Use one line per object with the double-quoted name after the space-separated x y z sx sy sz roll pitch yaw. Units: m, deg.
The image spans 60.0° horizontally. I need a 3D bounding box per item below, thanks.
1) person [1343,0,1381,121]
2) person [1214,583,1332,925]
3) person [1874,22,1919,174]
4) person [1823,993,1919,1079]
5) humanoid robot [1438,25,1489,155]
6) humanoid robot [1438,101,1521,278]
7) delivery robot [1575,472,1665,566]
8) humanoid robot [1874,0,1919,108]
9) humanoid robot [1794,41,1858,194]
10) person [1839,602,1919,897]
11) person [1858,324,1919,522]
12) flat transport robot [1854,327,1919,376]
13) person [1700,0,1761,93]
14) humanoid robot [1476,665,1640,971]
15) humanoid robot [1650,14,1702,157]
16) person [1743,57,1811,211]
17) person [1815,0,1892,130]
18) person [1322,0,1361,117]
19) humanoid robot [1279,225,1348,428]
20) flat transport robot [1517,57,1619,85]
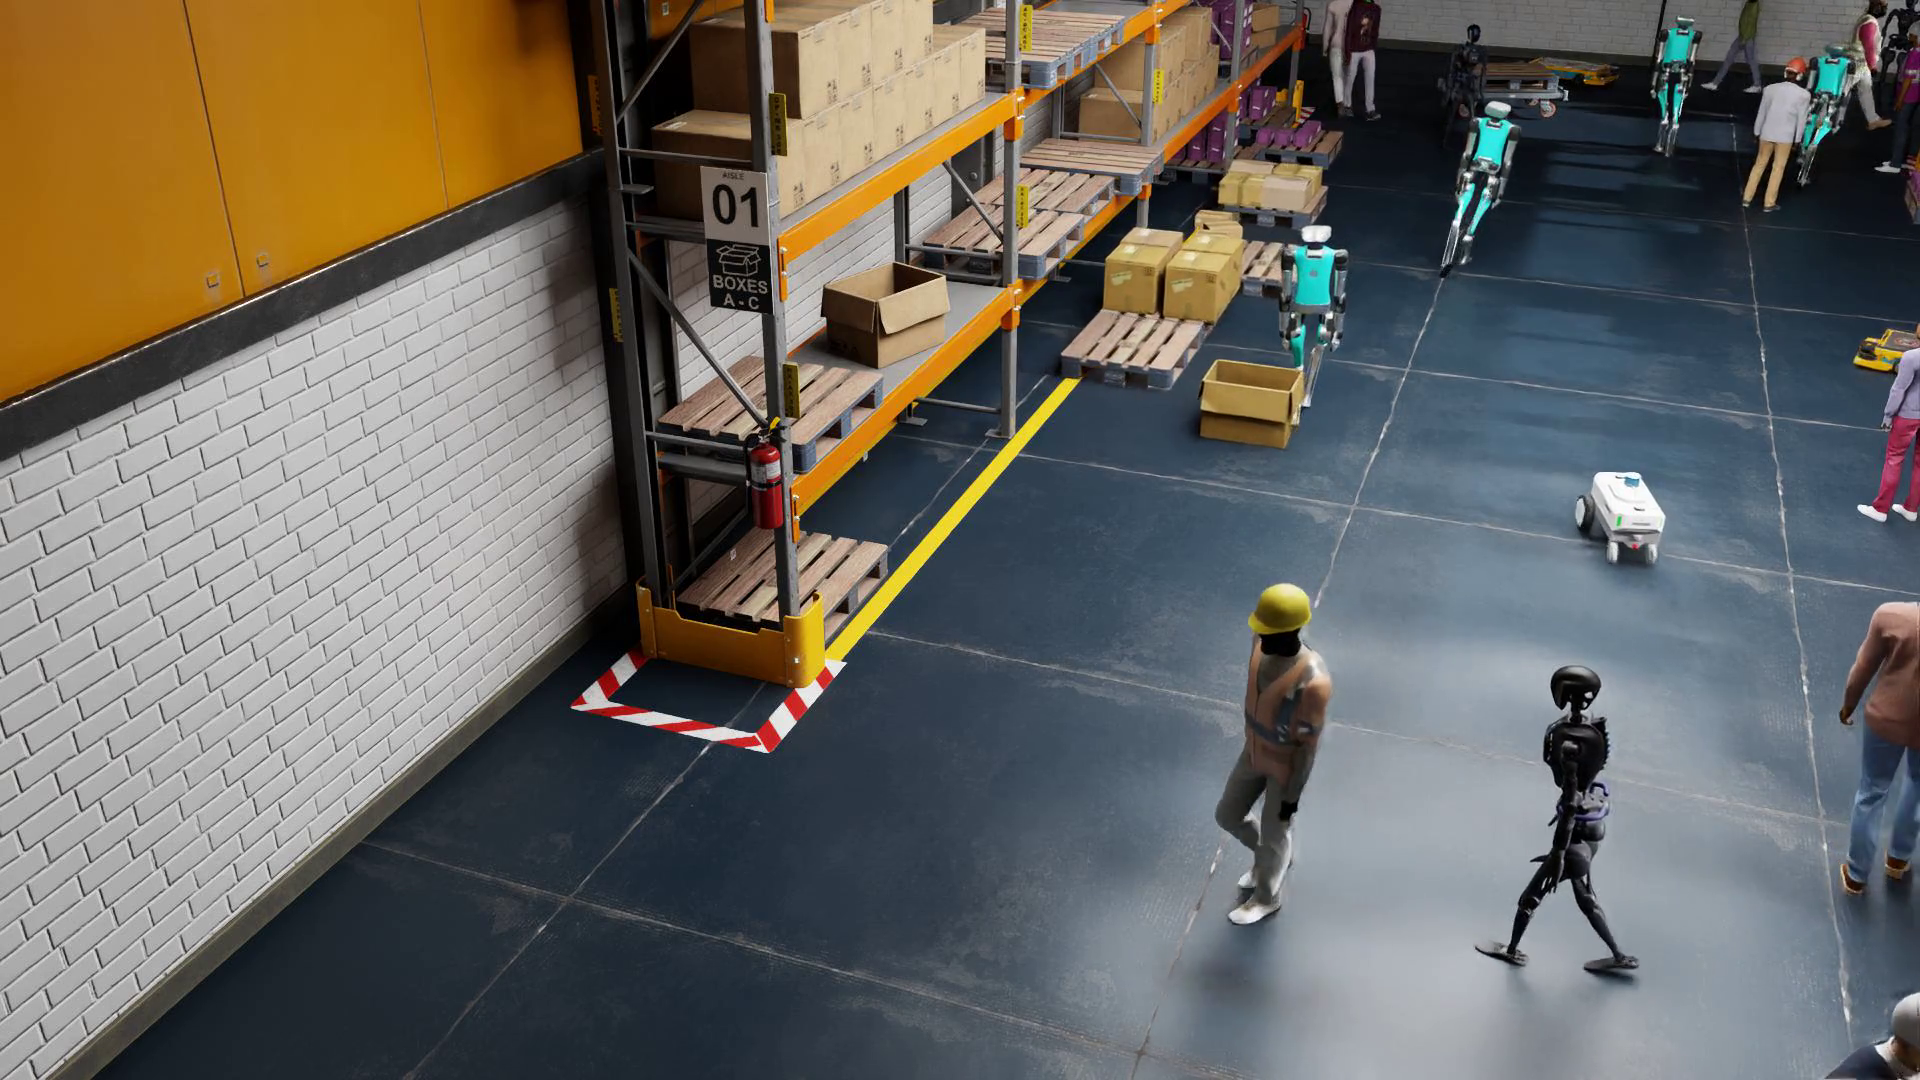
5.629 -6.808 23.169 0.506 1.905 0.959 -3 27 -6 "person"
1.485 1.046 7.932 0.425 1.909 0.581 -12 30 -23 "person"
11.826 -5.522 20.759 0.512 1.838 0.368 -24 36 -38 "person"
3.160 2.227 5.821 0.766 1.736 0.620 -10 29 -18 "person"
6.550 -5.817 21.522 0.589 1.629 0.732 -6 28 -11 "humanoid robot"
5.273 -3.533 17.041 0.574 1.770 1.023 15 31 27 "humanoid robot"
4.729 -0.195 11.829 0.499 0.606 0.809 2 27 5 "delivery robot"
13.450 -7.033 23.849 0.601 1.640 0.356 21 34 35 "humanoid robot"
10.245 -5.004 19.937 0.532 1.784 1.049 20 33 34 "humanoid robot"
4.701 0.858 8.235 0.615 1.975 0.605 11 29 20 "person"
6.897 -0.891 11.997 0.498 1.629 0.288 -3 27 -6 "person"
8.827 -1.588 14.830 1.431 0.231 0.659 18 32 31 "flat transport robot"
11.690 -7.490 24.824 0.878 1.581 0.513 3 27 6 "person"
2.877 1.338 7.678 0.738 1.613 0.611 12 30 22 "humanoid robot"
9.185 -5.727 21.382 0.545 1.905 0.722 2 27 4 "humanoid robot"
9.500 -4.701 19.274 0.369 1.736 0.569 -20 33 -34 "person"
12.309 -6.463 22.629 0.977 1.787 0.641 14 30 24 "person"
5.447 -6.971 23.511 0.626 1.898 0.923 -2 27 -3 "person"
2.866 -1.768 13.628 0.558 1.759 1.070 6 28 11 "humanoid robot"
9.464 -7.318 25.945 1.431 0.231 0.659 20 34 34 "flat transport robot"
